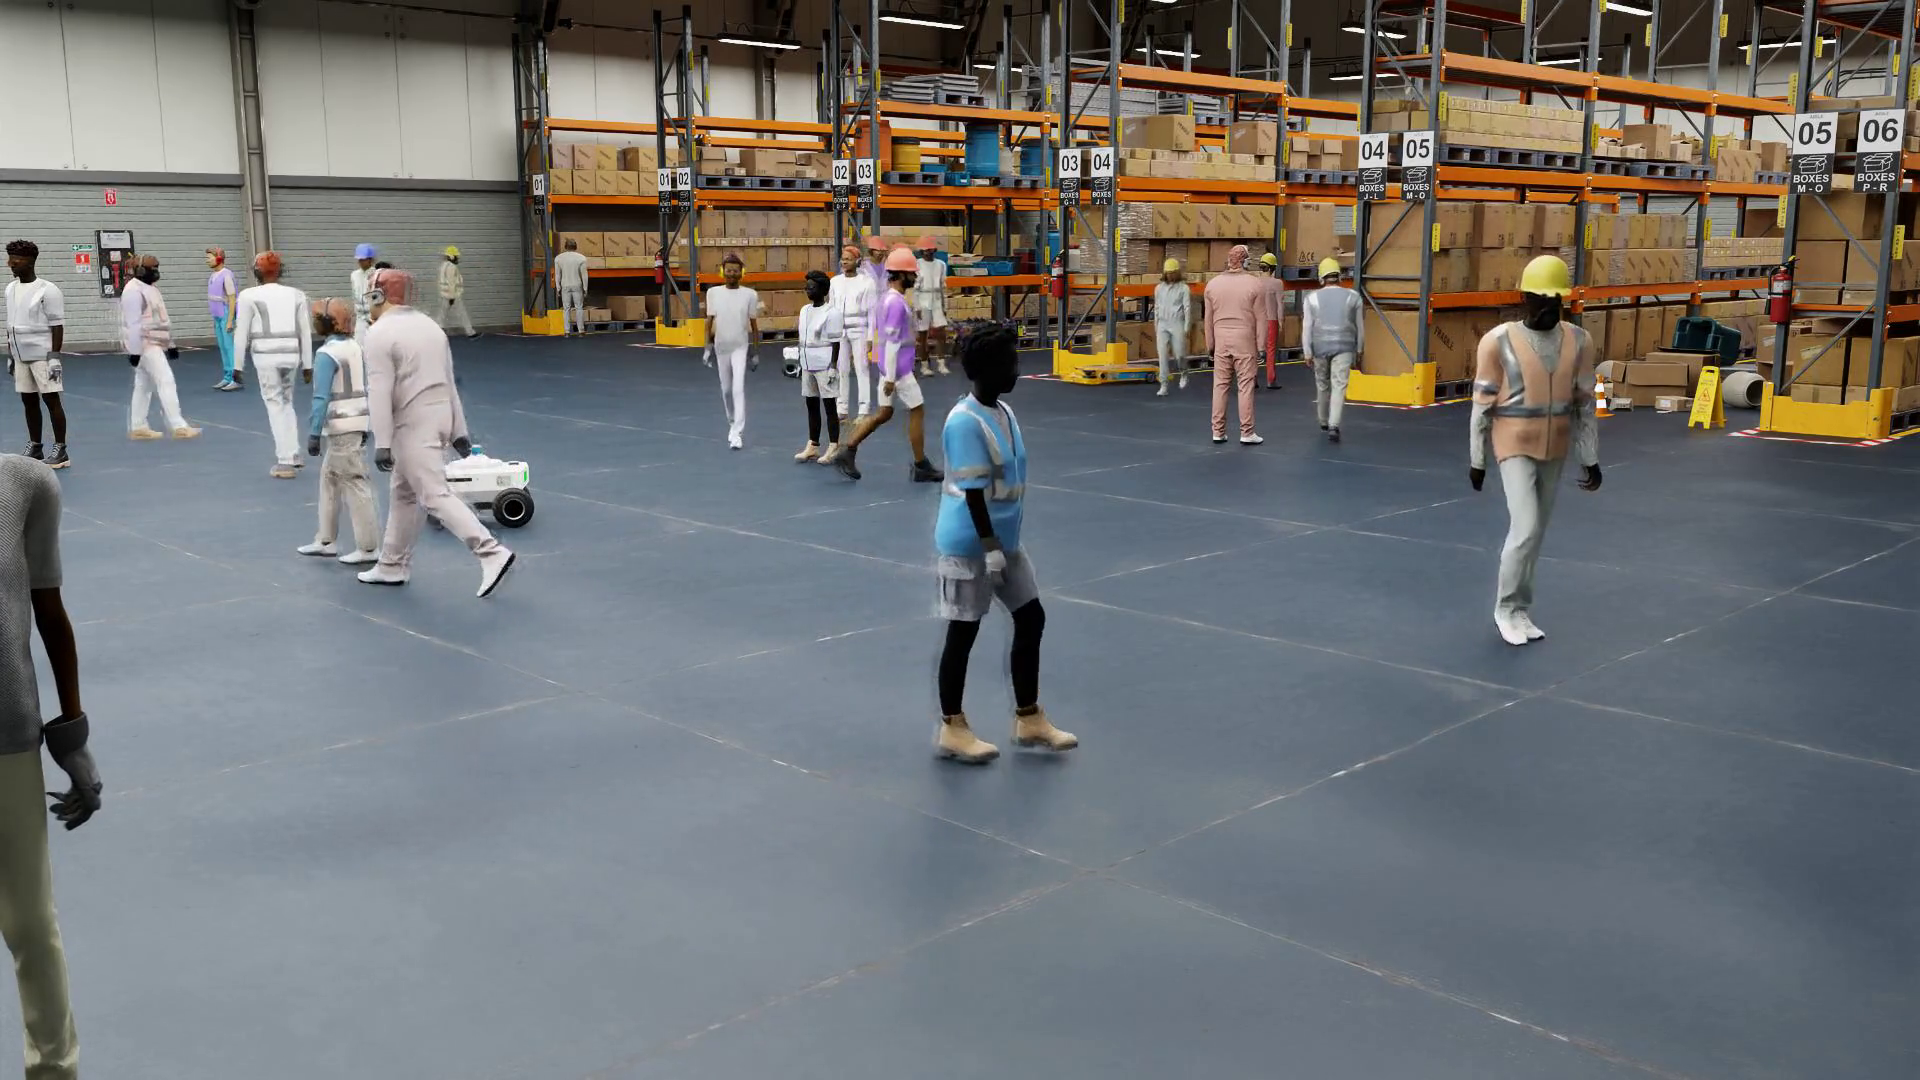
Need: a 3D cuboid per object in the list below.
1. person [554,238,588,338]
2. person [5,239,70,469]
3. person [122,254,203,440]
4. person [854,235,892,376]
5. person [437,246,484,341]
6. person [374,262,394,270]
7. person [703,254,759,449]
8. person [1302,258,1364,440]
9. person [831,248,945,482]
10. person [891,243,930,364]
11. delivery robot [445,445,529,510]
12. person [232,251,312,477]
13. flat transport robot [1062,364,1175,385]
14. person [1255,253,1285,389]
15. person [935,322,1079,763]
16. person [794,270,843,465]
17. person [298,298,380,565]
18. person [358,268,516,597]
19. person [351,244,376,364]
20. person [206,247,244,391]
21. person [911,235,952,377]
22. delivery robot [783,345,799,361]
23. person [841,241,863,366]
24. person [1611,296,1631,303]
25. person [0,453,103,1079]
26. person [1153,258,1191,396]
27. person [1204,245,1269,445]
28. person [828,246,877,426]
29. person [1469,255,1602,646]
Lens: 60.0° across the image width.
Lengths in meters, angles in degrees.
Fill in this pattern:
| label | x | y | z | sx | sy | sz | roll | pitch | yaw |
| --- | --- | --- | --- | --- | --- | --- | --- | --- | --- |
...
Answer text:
| label | x | y | z | sx | sy | sz | roll | pitch | yaw |
| --- | --- | --- | --- | --- | --- | --- | --- | --- | --- |
| person | -7.621 | -4.944 | 32.663 | 0.635 | 1.937 | 0.352 | -1 | 10 | -5 |
| person | -8.006 | -1.604 | 14.377 | 0.603 | 1.966 | 0.368 | 4 | 11 | 19 |
| person | -7.841 | -1.889 | 16.367 | 0.816 | 1.814 | 0.630 | -3 | 11 | -14 |
| person | -1.223 | -3.253 | 23.314 | 0.639 | 2.010 | 0.946 | -5 | 12 | -27 |
| person | -9.627 | -4.685 | 31.679 | 0.921 | 1.784 | 0.602 | -7 | 12 | -33 |
| person | -6.952 | -2.534 | 20.234 | 0.374 | 1.684 | 0.535 | -7 | 12 | -33 |
| person | -2.190 | -1.831 | 15.996 | 0.514 | 1.833 | 0.920 | 0 | 10 | 3 |
| person | 3.686 | -1.889 | 16.456 | 0.590 | 1.786 | 0.970 | 3 | 11 | 15 |
| person | -0.580 | -1.414 | 13.537 | 0.926 | 1.911 | 0.542 | -2 | 11 | -11 |
| person | -0.798 | -3.700 | 26.021 | 0.584 | 1.885 | 0.515 | -8 | 13 | -38 |
| delivery robot | -3.383 | -0.418 | 11.622 | 0.707 | 0.478 | 0.477 | -3 | 11 | -17 |
| person | -5.775 | -1.471 | 13.942 | 0.619 | 1.866 | 0.598 | 8 | 13 | 36 |
| flat transport robot | 2.177 | -2.282 | 22.815 | 1.431 | 0.197 | 0.652 | -6 | 12 | -28 |
| person | 4.019 | -2.874 | 21.851 | 0.535 | 1.767 | 0.315 | 7 | 13 | 34 |
| person | 0.186 | 0.029 | 6.265 | 0.614 | 1.681 | 0.543 | 5 | 11 | 25 |
| person | -1.247 | -1.522 | 14.667 | 0.535 | 1.697 | 0.318 | 10 | 14 | 43 |
| person | -3.870 | -0.654 | 10.119 | 0.674 | 1.614 | 0.540 | 0 | 10 | -1 |
| person | -2.995 | -0.612 | 9.370 | 1.065 | 1.838 | 0.661 | 3 | 11 | 15 |
| person | -7.807 | -2.978 | 22.112 | 0.621 | 1.889 | 1.020 | 3 | 11 | 15 |
| person | -9.540 | -2.870 | 21.605 | 0.384 | 1.845 | 0.565 | -9 | 14 | -41 |
| person | -0.409 | -3.302 | 23.537 | 0.621 | 1.996 | 0.793 | -5 | 12 | -25 |
| delivery robot | -2.156 | -2.649 | 23.785 | 0.707 | 0.478 | 0.477 | 1 | 10 | 3 |
| person | -1.731 | -3.674 | 25.835 | 0.527 | 1.904 | 0.690 | 0 | 10 | -2 |
| person | 13.084 | -4.981 | 32.858 | 0.548 | 1.942 | 0.347 | 9 | 14 | 41 |
| person | -2.078 | 0.454 | 3.450 | 0.517 | 1.864 | 0.319 | -8 | 13 | -37 |
| person | 2.702 | -2.711 | 21.080 | 0.489 | 1.720 | 0.671 | 5 | 11 | 25 |
| person | 2.681 | -1.882 | 16.059 | 0.649 | 1.907 | 0.409 | 7 | 12 | 32 |
| person | -1.158 | -2.161 | 17.641 | 0.574 | 1.884 | 0.356 | 5 | 11 | 25 |
| person | 2.829 | -0.426 | 8.145 | 0.590 | 1.904 | 0.577 | -3 | 11 | -15 |
